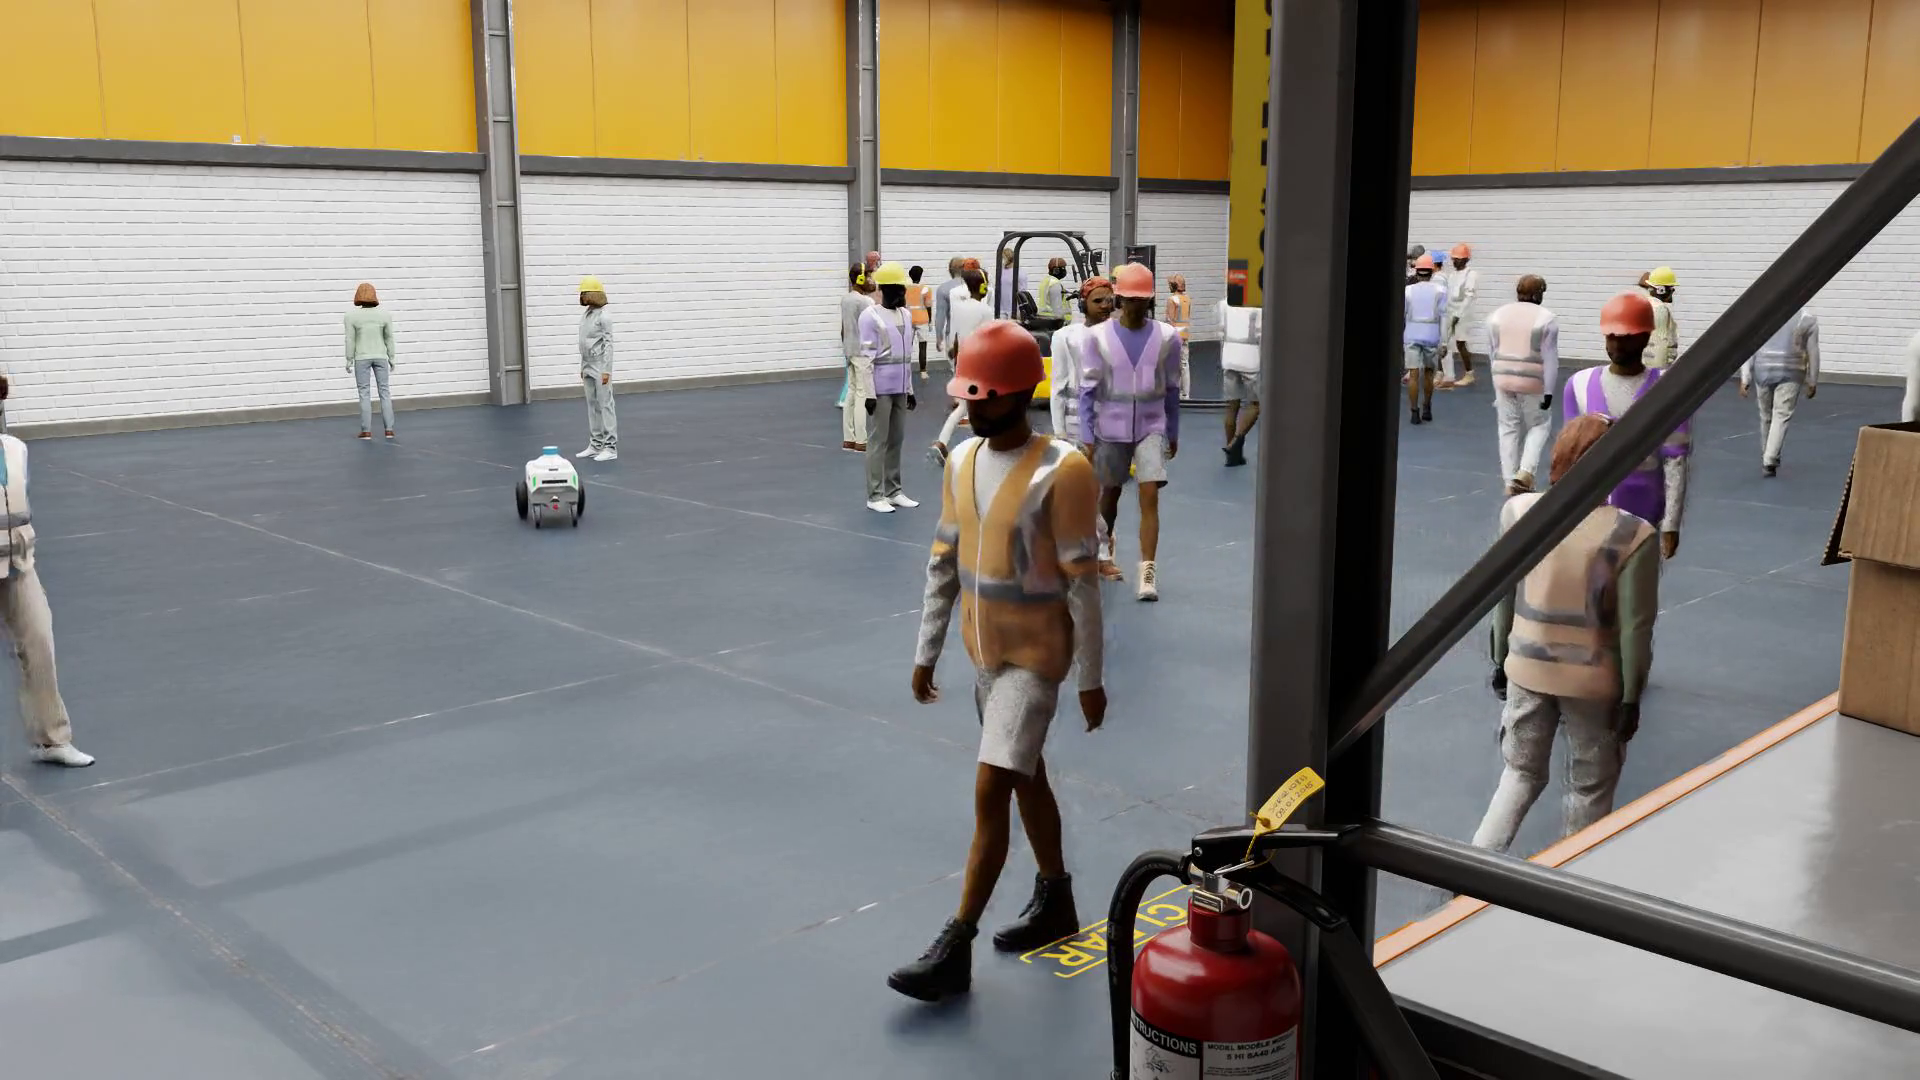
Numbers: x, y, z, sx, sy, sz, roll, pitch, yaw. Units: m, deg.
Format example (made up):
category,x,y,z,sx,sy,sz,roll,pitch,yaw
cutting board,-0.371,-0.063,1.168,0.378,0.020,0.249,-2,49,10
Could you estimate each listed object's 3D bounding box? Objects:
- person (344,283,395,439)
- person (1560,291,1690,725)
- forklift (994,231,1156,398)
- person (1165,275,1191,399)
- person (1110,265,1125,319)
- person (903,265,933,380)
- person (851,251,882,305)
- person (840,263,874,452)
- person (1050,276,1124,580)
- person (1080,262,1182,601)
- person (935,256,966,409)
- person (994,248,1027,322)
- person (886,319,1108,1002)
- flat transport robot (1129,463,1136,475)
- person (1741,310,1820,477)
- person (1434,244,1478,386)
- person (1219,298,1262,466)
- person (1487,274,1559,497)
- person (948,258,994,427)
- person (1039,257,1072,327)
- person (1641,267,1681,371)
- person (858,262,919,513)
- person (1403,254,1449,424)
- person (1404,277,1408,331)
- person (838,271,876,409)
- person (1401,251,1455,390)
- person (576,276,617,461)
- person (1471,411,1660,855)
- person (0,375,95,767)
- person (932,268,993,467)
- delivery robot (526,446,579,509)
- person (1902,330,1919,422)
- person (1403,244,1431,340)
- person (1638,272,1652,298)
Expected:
category,x,y,z,sx,sy,sz,roll,pitch,yaw
person,-6.199,-1.876,17.486,0.508,1.632,0.265,-7,12,-32
person,2.981,-0.169,7.476,0.555,1.902,0.958,7,12,33
forklift,1.222,-2.721,20.561,2.313,2.155,1.214,2,11,13
person,2.783,-2.574,21.297,0.310,1.633,0.518,7,13,35
person,2.191,-3.006,23.431,0.356,1.714,0.597,-6,12,-28
person,-0.652,-3.215,24.640,0.530,1.689,0.321,4,11,20
person,-1.166,-3.018,22.955,0.641,1.913,0.408,4,11,23
person,-0.992,-1.798,16.433,0.327,1.865,0.521,-6,12,-30
person,0.819,-0.674,10.253,0.575,1.883,0.362,-5,11,-24
person,1.025,-0.685,10.067,0.611,1.992,1.067,0,10,0
person,0.032,-2.459,19.978,0.638,1.898,0.984,-5,11,-24
person,0.765,-3.541,25.735,0.349,1.935,0.635,-10,14,-44
person,0.053,0.335,4.710,0.915,1.889,0.584,-8,13,-39
flat transport robot,1.013,-0.626,14.385,0.652,0.197,1.431,6,12,28
person,7.345,-1.466,14.882,0.601,1.776,0.946,9,13,39
person,7.028,-3.152,23.410,0.687,2.010,0.623,-5,11,-24
person,2.630,-1.619,15.328,0.574,1.910,0.465,8,13,39
person,4.585,-1.248,13.558,0.625,1.824,0.449,9,14,41
person,0.120,-2.194,18.539,0.574,1.883,0.356,-7,13,-34
person,1.254,-2.782,21.860,0.429,1.842,0.633,-2,11,-10
person,6.654,-1.692,15.936,0.404,1.830,0.600,1,10,4
person,-0.538,-1.183,12.902,0.369,1.926,0.594,7,12,33
person,5.274,-2.292,18.991,0.578,1.908,0.809,3,11,16
person,6.159,-3.242,24.268,0.980,1.866,0.626,-7,12,-33
person,-1.142,-2.450,20.395,0.786,1.738,0.536,-4,11,-22
person,6.432,-3.015,22.937,0.948,1.903,0.639,3,11,17
person,-3.478,-1.629,15.839,0.294,1.744,0.484,-9,14,-42
person,1.772,0.431,4.938,0.583,1.619,0.524,-10,14,-43
person,-3.926,0.121,6.643,0.794,1.608,0.519,3,11,17
person,0.086,-1.591,15.381,0.527,1.841,0.864,10,14,42
delivery robot,-3.052,-0.455,12.425,0.477,0.478,0.707,-3,11,-17
person,5.822,-0.582,9.636,0.639,1.923,0.424,9,13,39
person,7.372,-3.862,27.202,0.541,2.000,0.750,-8,13,-39
person,10.114,-3.145,24.517,0.777,1.593,0.519,3,11,14
